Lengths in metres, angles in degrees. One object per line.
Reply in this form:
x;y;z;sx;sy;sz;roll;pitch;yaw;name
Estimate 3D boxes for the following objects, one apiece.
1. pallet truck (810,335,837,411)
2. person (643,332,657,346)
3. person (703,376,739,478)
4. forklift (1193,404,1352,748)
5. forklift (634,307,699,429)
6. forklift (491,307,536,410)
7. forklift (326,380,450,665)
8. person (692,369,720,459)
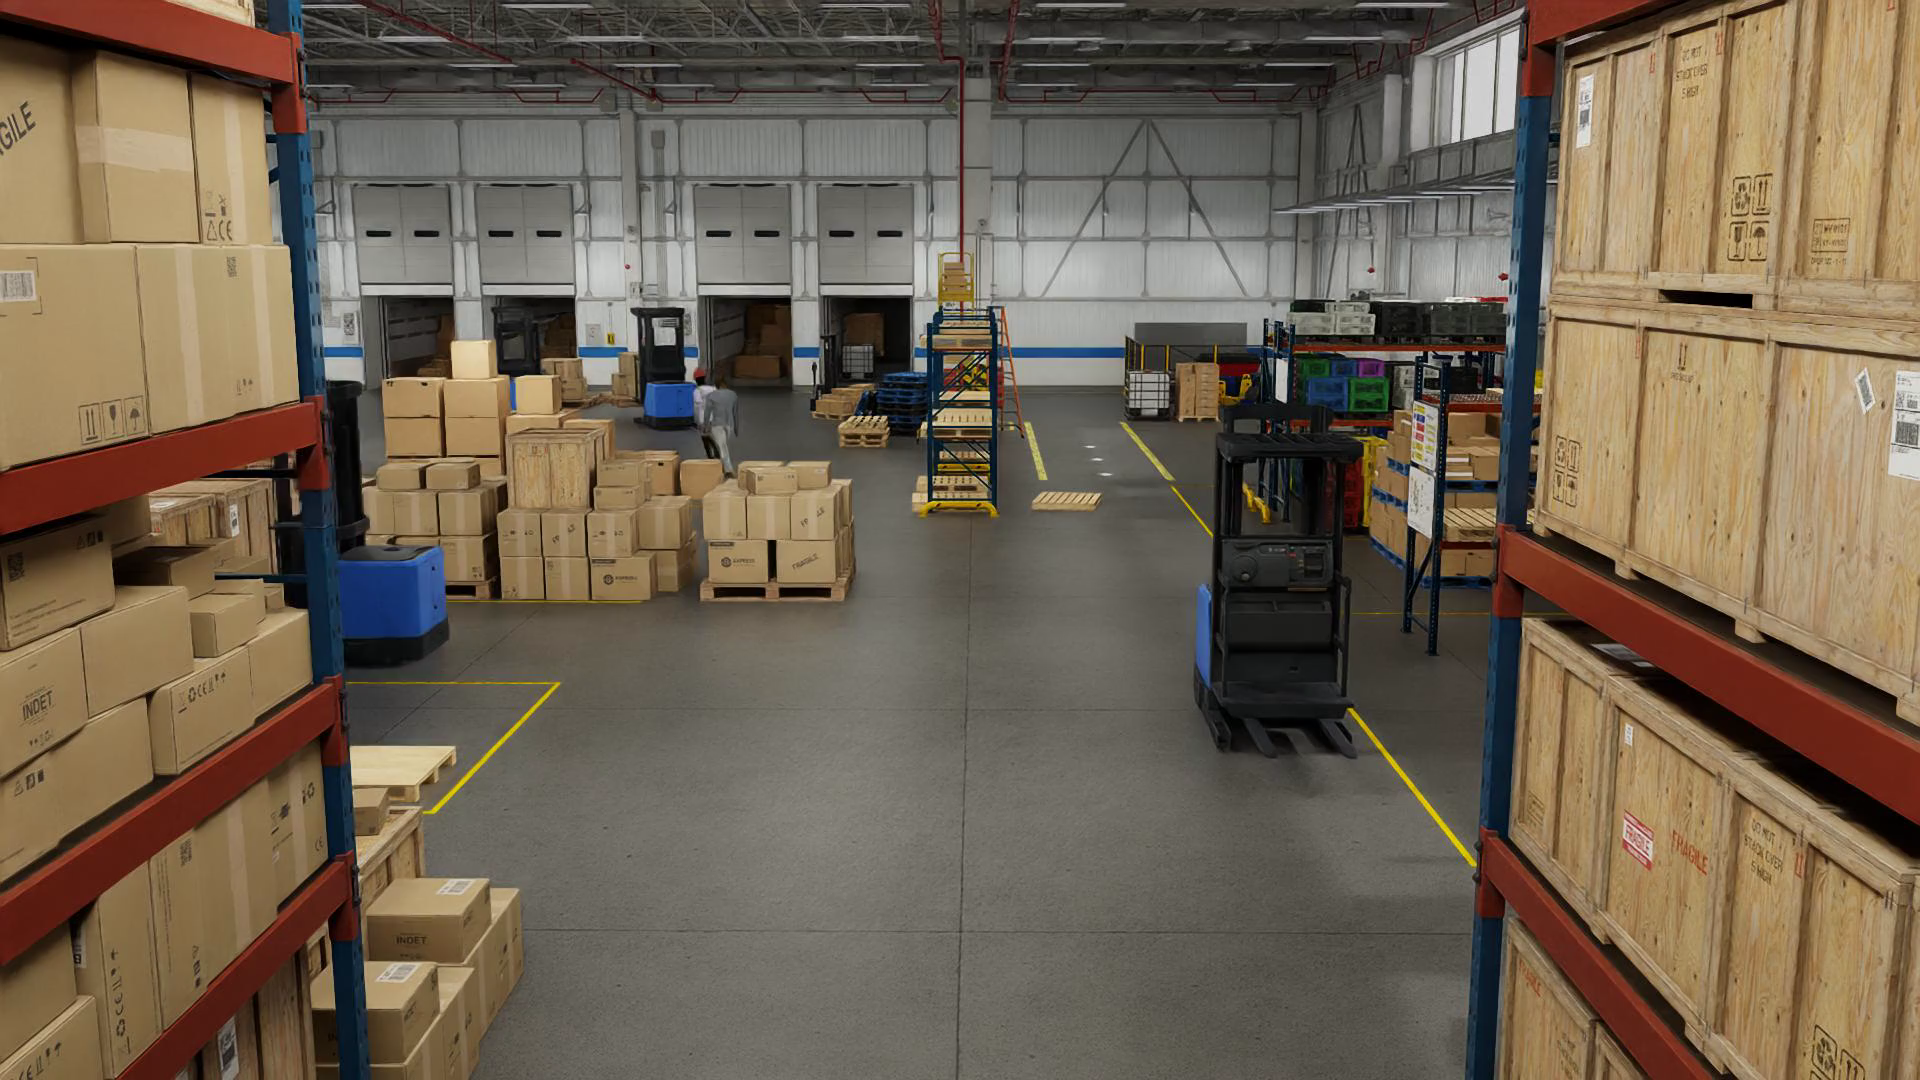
-3.021;-4.312;43.126;1.885;1.965;0.823;3;10;17;pallet truck
-8.799;-4.978;47.173;0.389;1.930;0.544;-8;12;-37;person
-4.396;-2.100;30.762;0.616;1.881;1.018;-8;13;-38;person
2.696;0.214;14.468;1.129;2.768;1.873;0;10;1;forklift
-6.959;-4.092;39.311;1.129;2.768;1.873;-5;11;-25;forklift
-10.749;-4.230;40.109;1.129;2.768;1.873;0;10;1;forklift
-6.312;-0.202;16.865;1.873;2.768;1.129;0;10;0;forklift
-4.953;-2.352;32.092;0.446;1.902;0.544;5;11;28;person
